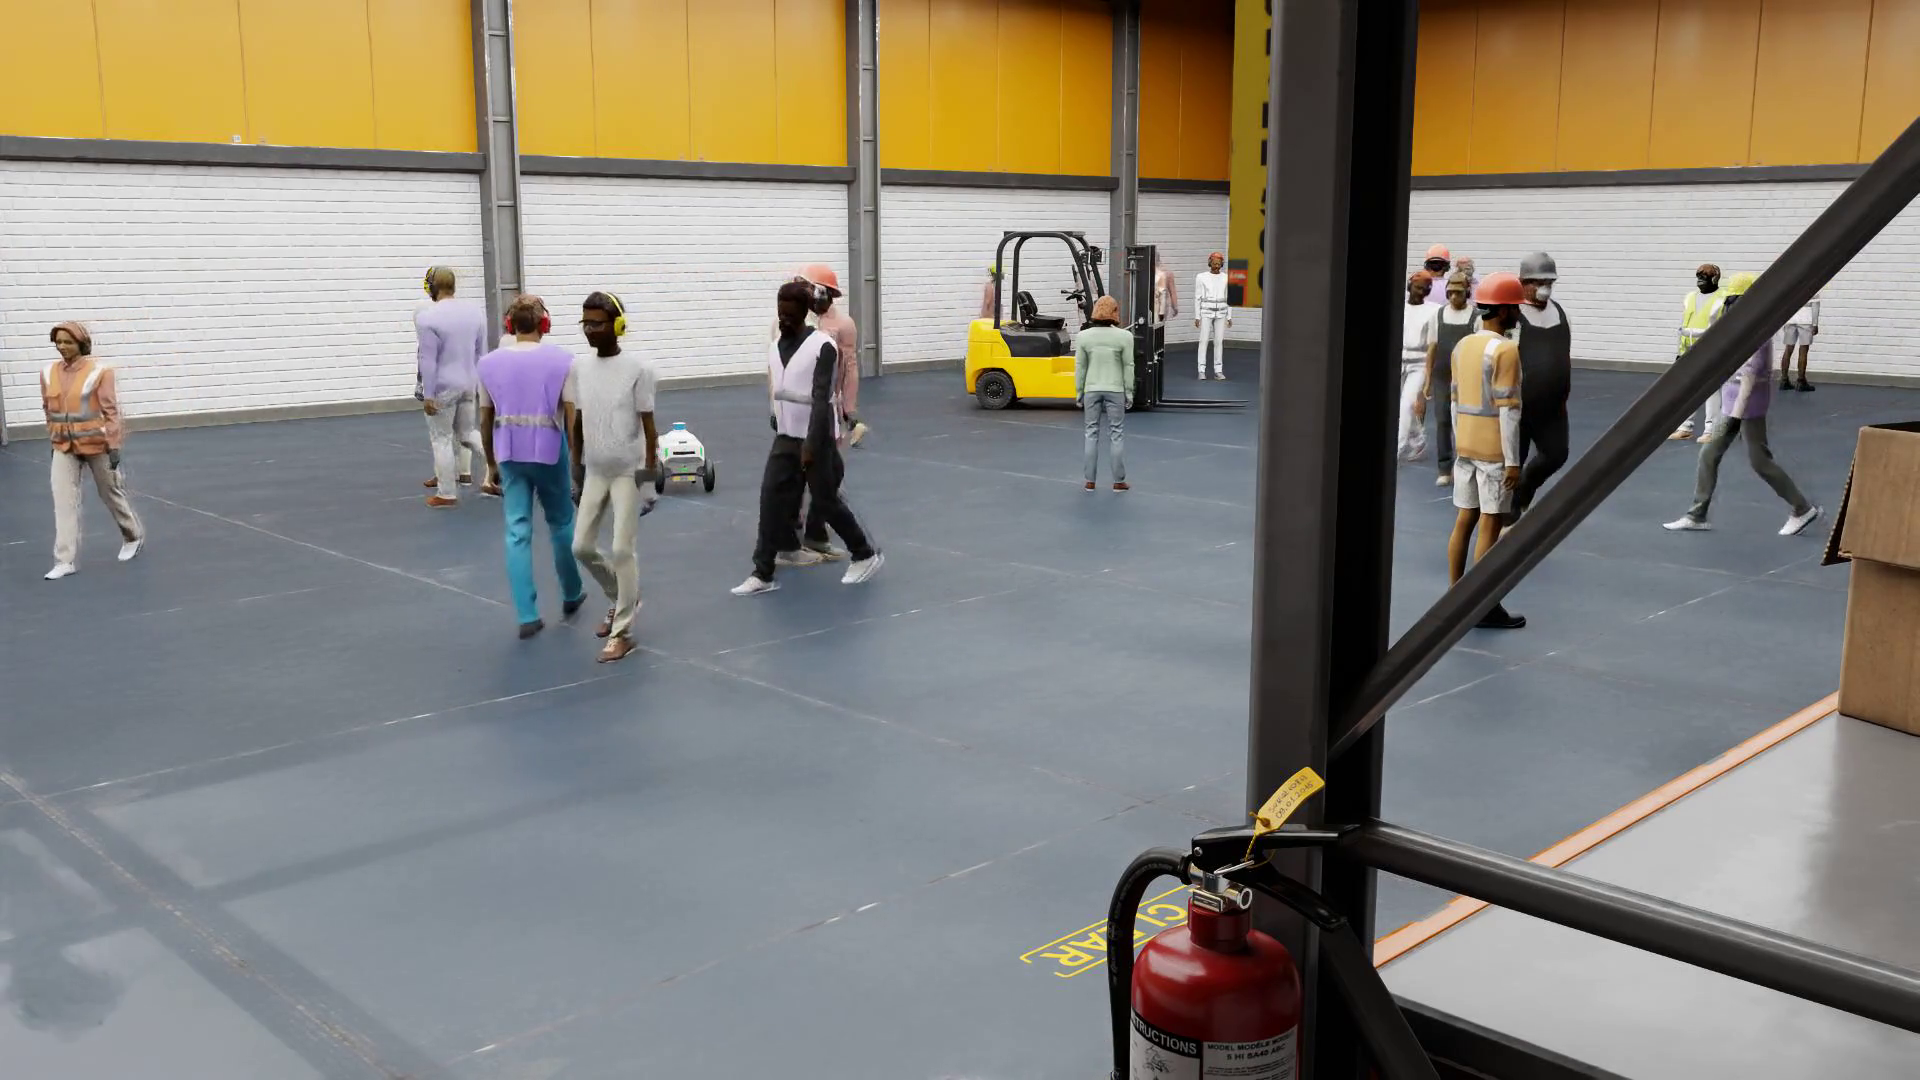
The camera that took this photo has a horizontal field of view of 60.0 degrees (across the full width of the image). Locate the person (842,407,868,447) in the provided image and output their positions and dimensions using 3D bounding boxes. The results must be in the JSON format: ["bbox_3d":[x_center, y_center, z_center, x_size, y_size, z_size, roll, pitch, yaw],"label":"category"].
[{"bbox_3d":[-1.325,-1.748,16.683,0.789,1.669,0.531,1,10,6],"label":"person"}]

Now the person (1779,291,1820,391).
[{"bbox_3d":[11.553,-3.010,22.842,0.356,1.938,0.545,-5,12,-27],"label":"person"}]

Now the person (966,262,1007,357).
[{"bbox_3d":[0.426,-3.403,25.528,0.657,1.732,0.531,4,11,18],"label":"person"}]

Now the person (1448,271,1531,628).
[{"bbox_3d":[2.897,-0.490,9.095,0.361,1.939,0.542,-3,11,-15],"label":"person"}]

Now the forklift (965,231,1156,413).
[{"bbox_3d":[1.222,-2.721,20.561,2.313,2.155,1.214,2,11,13],"label":"forklift"}]

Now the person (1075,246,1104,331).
[{"bbox_3d":[2.158,-3.863,27.412,0.363,1.965,0.610,-9,14,-41],"label":"person"}]

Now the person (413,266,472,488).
[{"bbox_3d":[-4.380,-1.374,14.092,0.328,1.877,0.513,10,14,43],"label":"person"}]

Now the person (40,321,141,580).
[{"bbox_3d":[-5.565,-0.600,10.622,0.530,1.600,0.848,1,10,4],"label":"person"}]

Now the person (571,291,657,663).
[{"bbox_3d":[-1.746,-0.328,8.433,0.568,1.863,0.497,4,11,20],"label":"person"}]

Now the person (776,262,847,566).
[{"bbox_3d":[-0.938,-0.791,10.703,0.627,1.951,0.670,1,10,3],"label":"person"}]

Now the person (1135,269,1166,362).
[{"bbox_3d":[3.021,-3.708,26.713,0.587,1.917,0.412,7,13,34],"label":"person"}]

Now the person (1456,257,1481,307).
[{"bbox_3d":[6.475,-2.709,21.462,0.664,1.851,0.802,-4,11,-22],"label":"person"}]

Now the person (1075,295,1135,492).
[{"bbox_3d":[1.204,-1.214,13.873,0.500,1.633,0.286,3,11,16],"label":"person"}]

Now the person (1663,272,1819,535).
[{"bbox_3d":[5.648,-0.964,11.852,0.971,1.882,0.583,1,10,5],"label":"person"}]

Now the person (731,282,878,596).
[{"bbox_3d":[-0.919,-0.607,10.003,0.578,1.848,0.946,9,14,41],"label":"person"}]

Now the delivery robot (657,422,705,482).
[{"bbox_3d":[-2.360,-0.748,14.020,0.477,0.478,0.707,-3,11,-15],"label":"delivery robot"}]

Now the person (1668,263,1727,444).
[{"bbox_3d":[7.654,-1.919,17.154,0.429,1.842,0.633,-6,12,-31],"label":"person"}]

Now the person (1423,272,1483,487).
[{"bbox_3d":[4.252,-1.377,14.247,0.499,1.824,0.529,6,12,29],"label":"person"}]

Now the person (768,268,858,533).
[{"bbox_3d":[-1.066,-0.983,11.890,0.652,1.909,0.403,2,11,11],"label":"person"}]

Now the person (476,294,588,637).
[{"bbox_3d":[-2.305,-0.426,9.092,0.578,1.805,0.901,0,10,-1],"label":"person"}]

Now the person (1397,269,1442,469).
[{"bbox_3d":[4.186,-1.582,15.364,0.593,1.834,0.989,8,13,38],"label":"person"}]

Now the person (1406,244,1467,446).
[{"bbox_3d":[4.769,-1.945,16.750,0.614,2.039,0.390,1,10,8],"label":"person"}]

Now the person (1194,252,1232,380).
[{"bbox_3d":[3.750,-3.310,24.612,0.573,1.887,0.356,-1,10,-8],"label":"person"}]

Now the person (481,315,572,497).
[{"bbox_3d":[-3.599,-1.148,13.660,0.488,1.584,0.853,7,12,33],"label":"person"}]

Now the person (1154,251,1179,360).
[{"bbox_3d":[3.302,-3.878,27.744,0.670,1.871,0.767,5,11,25],"label":"person"}]

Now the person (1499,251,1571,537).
[{"bbox_3d":[3.969,-0.998,11.584,0.697,2.000,0.564,-3,11,-18],"label":"person"}]

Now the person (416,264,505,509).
[{"bbox_3d":[-3.856,-1.166,12.881,0.750,1.917,0.638,6,12,28],"label":"person"}]
